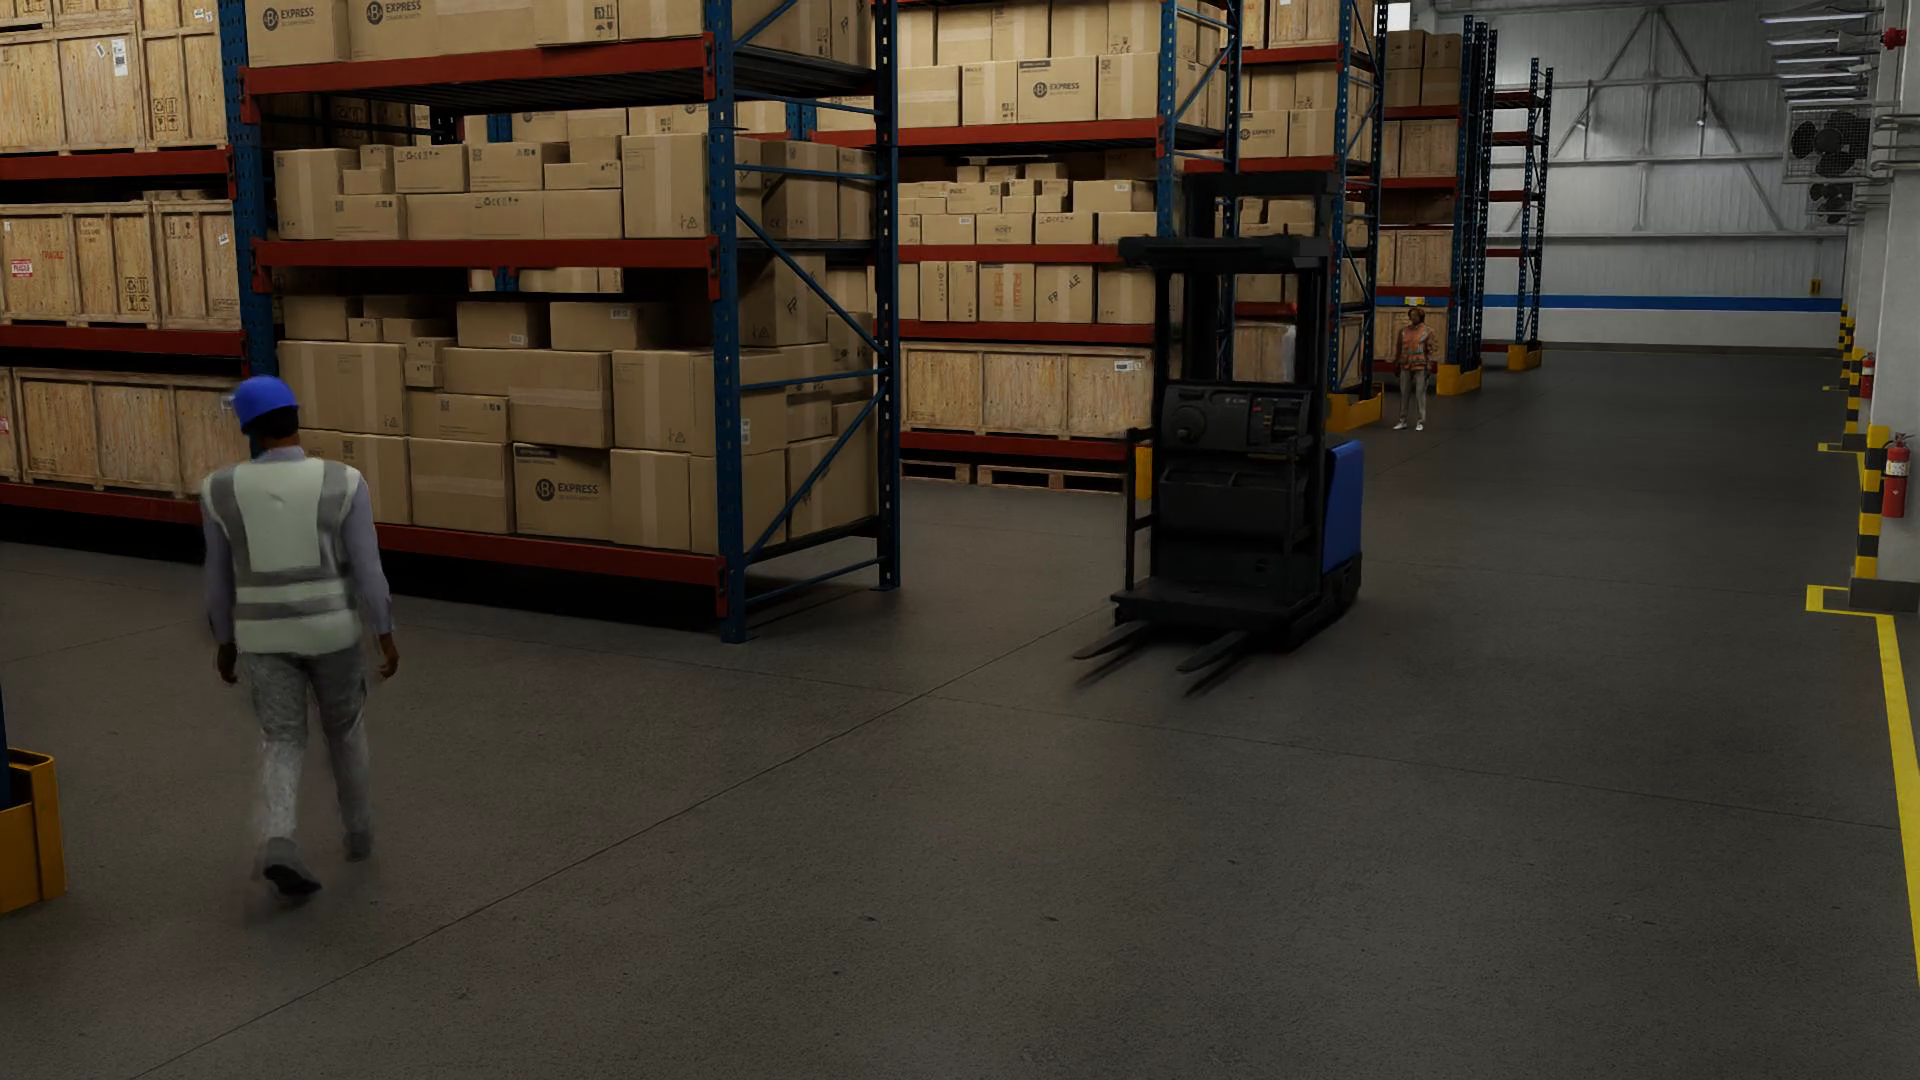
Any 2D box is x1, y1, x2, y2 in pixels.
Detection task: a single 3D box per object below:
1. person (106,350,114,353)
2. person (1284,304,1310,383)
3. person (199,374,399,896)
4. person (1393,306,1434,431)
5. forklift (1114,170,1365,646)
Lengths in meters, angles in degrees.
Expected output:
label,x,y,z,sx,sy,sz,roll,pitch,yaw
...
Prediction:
label,x,y,z,sx,sy,sz,roll,pitch,yaw
person,-9.014,-1.758,18.212,0.706,1.916,0.567,3,10,19
person,4.159,-2.123,20.933,0.840,1.714,0.570,3,10,16
person,-2.423,0.346,6.098,0.659,1.898,0.813,-2,10,-12
person,5.965,-2.253,21.866,0.514,1.645,0.308,7,12,36
forklift,1.871,-0.919,10.568,1.129,2.768,1.873,5,11,27
